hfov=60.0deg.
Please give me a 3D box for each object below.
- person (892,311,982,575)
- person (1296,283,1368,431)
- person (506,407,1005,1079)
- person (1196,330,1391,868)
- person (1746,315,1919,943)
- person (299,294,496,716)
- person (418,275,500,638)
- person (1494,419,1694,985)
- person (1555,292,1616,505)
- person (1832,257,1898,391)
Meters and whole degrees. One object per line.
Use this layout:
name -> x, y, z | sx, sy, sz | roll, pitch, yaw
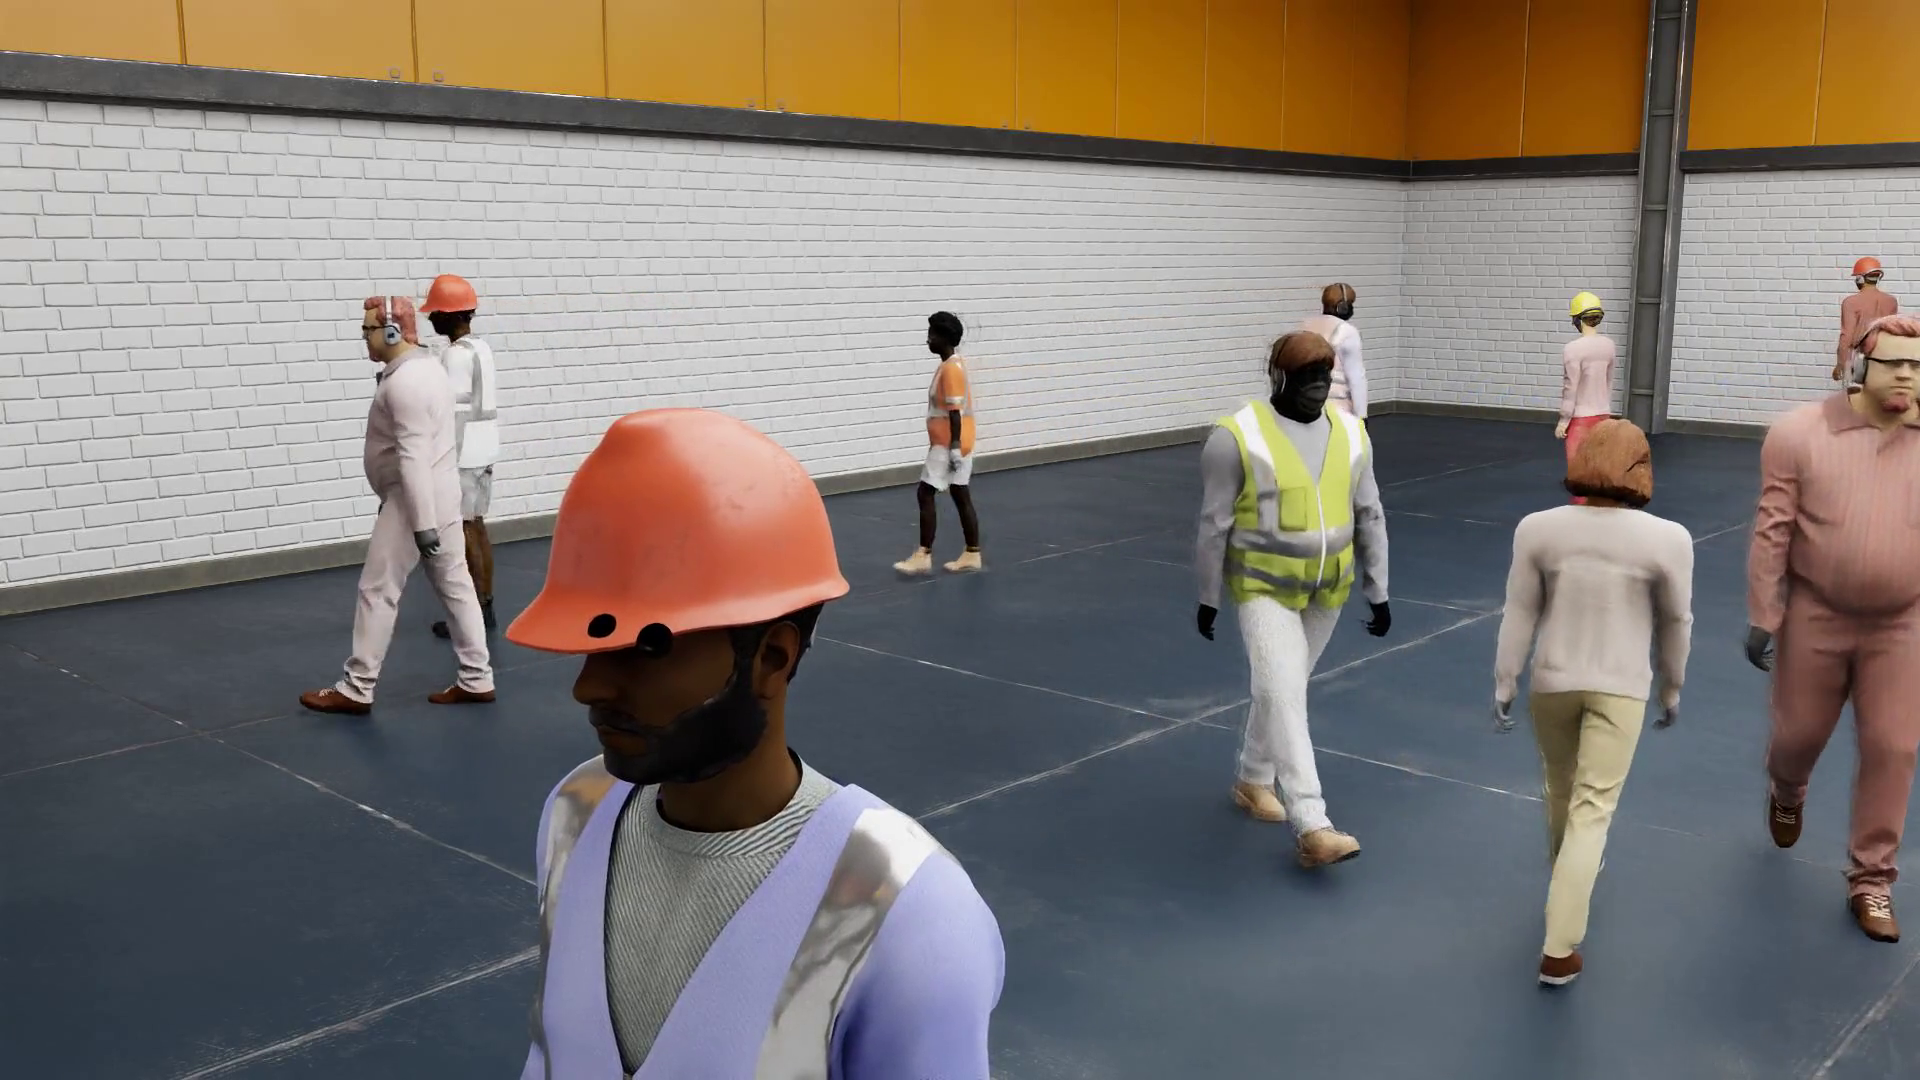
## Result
person -> -0.171, -0.602, 10.546 | 0.690, 1.670, 0.546 | 0, 10, 1
person -> 2.737, -0.952, 12.117 | 0.519, 1.822, 0.650 | -5, 11, -25
person -> -0.228, 0.840, 1.589 | 0.544, 1.939, 0.354 | 7, 12, 34
person -> 1.185, 0.185, 5.727 | 0.654, 1.789, 0.945 | -4, 11, -20
person -> 2.823, 0.228, 5.240 | 0.648, 1.880, 0.781 | 4, 11, 21
person -> -2.552, -0.145, 7.425 | 0.920, 1.866, 0.645 | 0, 10, -3
person -> -2.663, -0.439, 8.912 | 0.373, 1.925, 0.578 | 0, 10, 0
person -> 1.860, 0.436, 4.891 | 0.502, 1.576, 0.891 | 7, 12, 34
person -> 4.423, -0.868, 11.817 | 0.525, 1.765, 0.329 | -6, 12, -32
person -> 8.721, -1.733, 16.087 | 0.623, 1.989, 0.400 | -3, 10, -14
